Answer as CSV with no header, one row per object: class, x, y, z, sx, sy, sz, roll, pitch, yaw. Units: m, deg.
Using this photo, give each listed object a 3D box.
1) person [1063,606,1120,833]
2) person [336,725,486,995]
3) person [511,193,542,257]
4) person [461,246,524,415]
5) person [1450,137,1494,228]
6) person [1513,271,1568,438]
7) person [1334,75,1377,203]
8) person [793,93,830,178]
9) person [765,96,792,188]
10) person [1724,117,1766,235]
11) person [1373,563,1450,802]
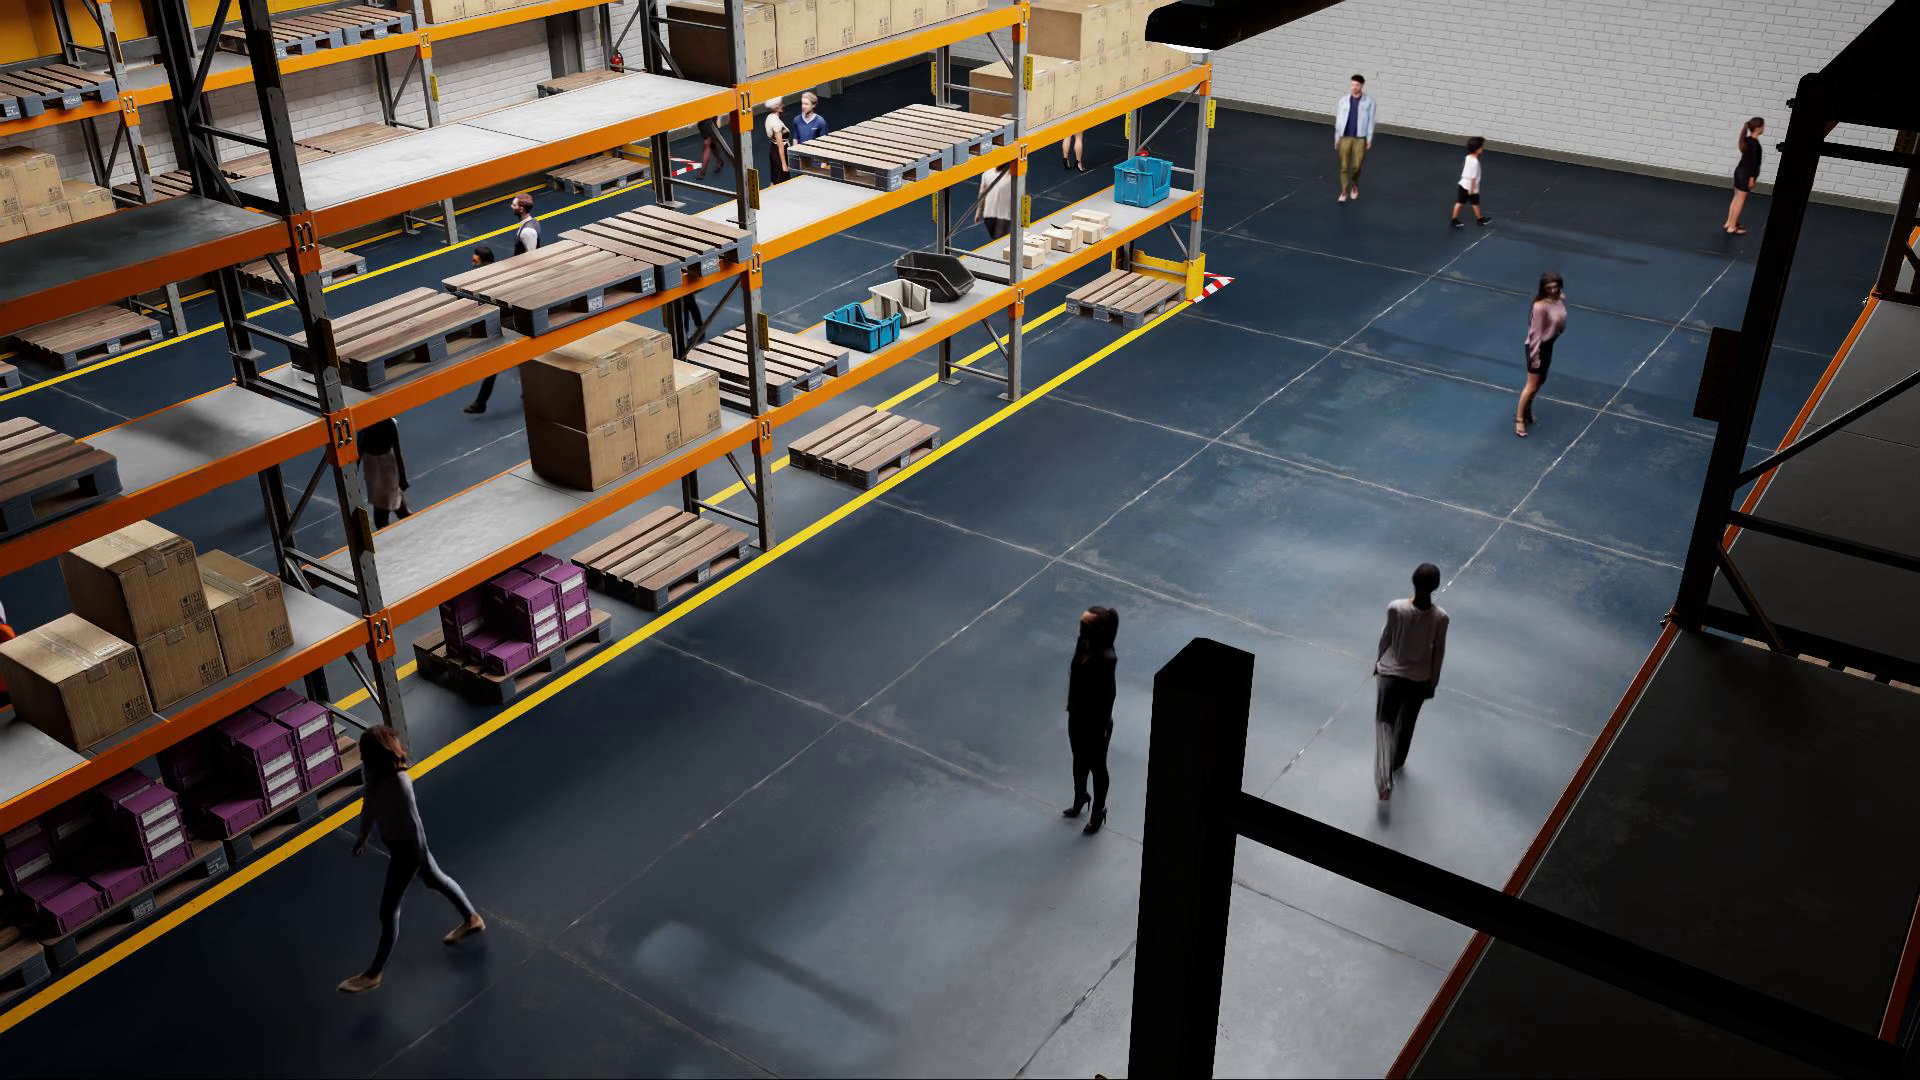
person,0.864,1.178,11.044,0.623,1.712,0.640,-16,32,-27
person,-3.211,1.803,9.869,1.250,1.741,0.839,-21,35,-33
person,-4.673,-2.857,18.206,0.789,1.939,0.742,-6,29,-11
person,-4.686,-2.175,17.162,1.247,1.740,0.935,-19,34,-31
person,6.859,-4.832,22.560,0.861,1.236,0.788,-6,29,-10
person,5.762,-1.876,16.578,0.855,1.776,0.624,19,34,31
person,5.586,-5.687,23.543,0.752,1.797,0.737,12,31,21
person,-2.008,-5.060,22.314,0.712,1.871,0.641,10,30,17
person,-2.483,-5.177,22.649,0.719,1.756,0.702,-10,30,-18
person,10.563,-4.918,22.381,0.696,1.558,0.619,2,29,4
person,3.033,0.985,11.363,0.828,1.747,1.105,7,29,13
